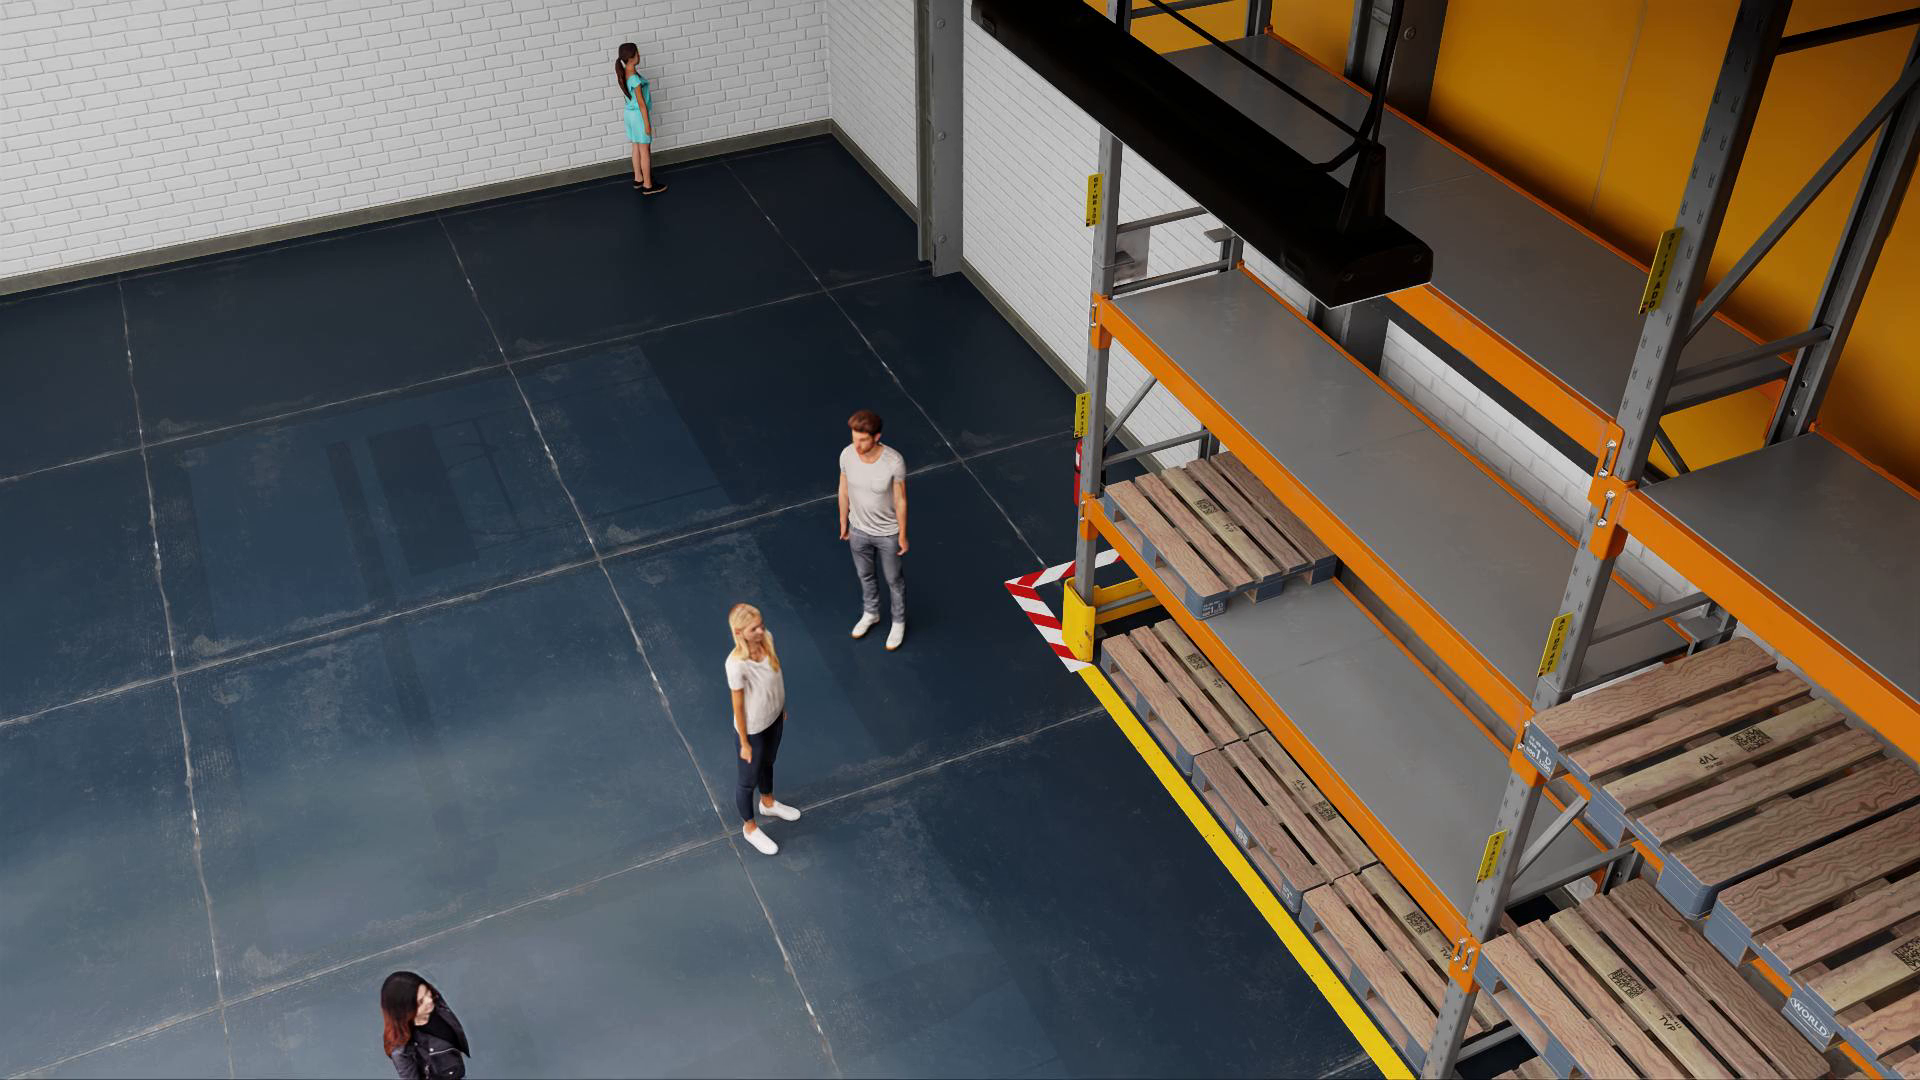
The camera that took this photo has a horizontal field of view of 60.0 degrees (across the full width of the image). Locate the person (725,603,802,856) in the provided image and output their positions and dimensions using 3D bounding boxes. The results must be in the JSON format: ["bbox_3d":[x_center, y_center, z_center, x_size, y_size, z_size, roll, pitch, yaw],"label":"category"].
[{"bbox_3d":[-1.208,1.085,9.857,0.712,1.808,0.669,16,41,19],"label":"person"}]

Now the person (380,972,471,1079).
[{"bbox_3d":[-2.531,2.639,8.051,0.774,1.634,0.645,0,39,0],"label":"person"}]

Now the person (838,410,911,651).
[{"bbox_3d":[-0.564,-0.102,11.280,0.748,1.887,0.807,13,40,15],"label":"person"}]

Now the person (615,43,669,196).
[{"bbox_3d":[-3.244,-4.256,16.746,0.649,1.558,0.534,-25,45,-28],"label":"person"}]
